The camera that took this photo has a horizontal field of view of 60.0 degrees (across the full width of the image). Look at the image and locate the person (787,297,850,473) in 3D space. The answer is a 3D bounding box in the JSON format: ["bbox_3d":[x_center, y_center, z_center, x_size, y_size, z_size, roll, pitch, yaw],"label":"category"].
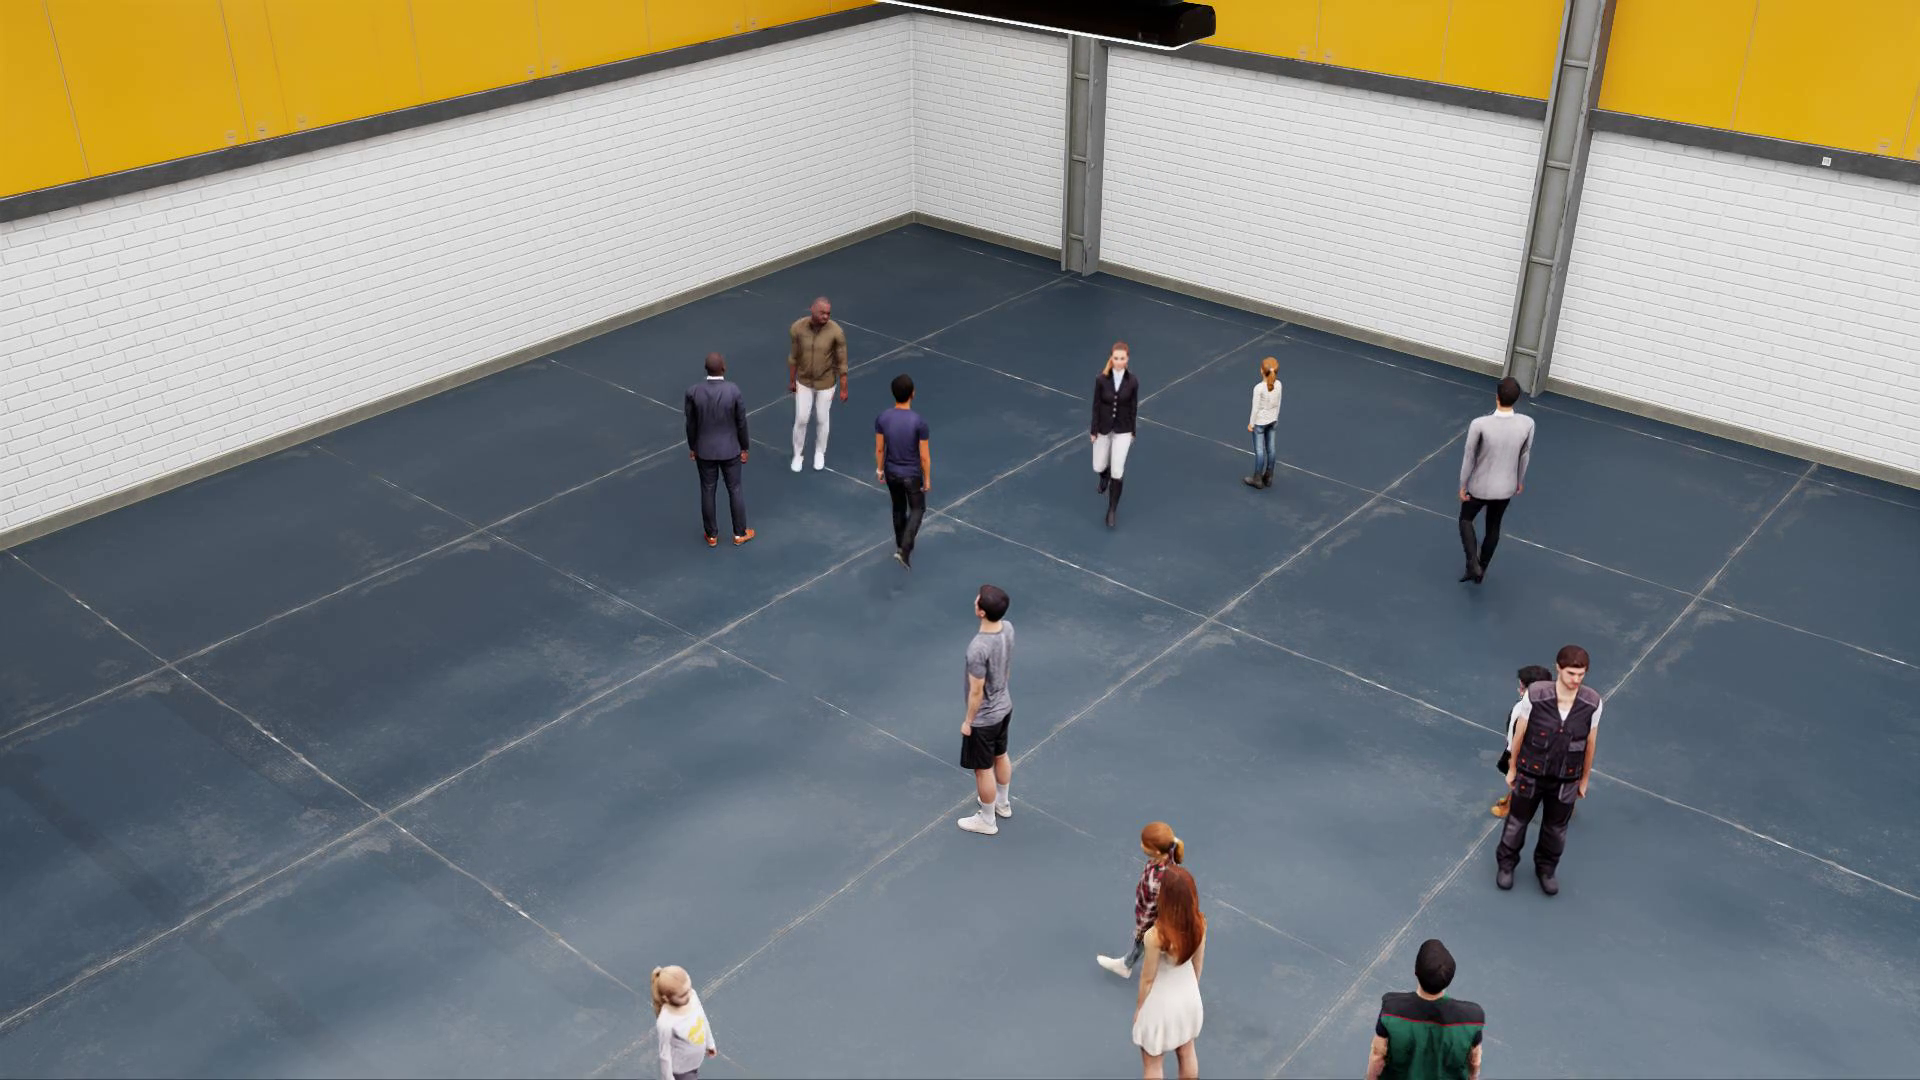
[{"bbox_3d":[-1.414,-1.535,16.071,0.834,1.797,0.939,8,30,14],"label":"person"}]

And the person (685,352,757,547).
[{"bbox_3d":[-2.143,-0.792,14.687,0.756,1.819,0.844,-1,29,-2],"label":"person"}]

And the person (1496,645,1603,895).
[{"bbox_3d":[3.732,1.451,10.549,0.698,1.843,0.811,6,29,11],"label":"person"}]

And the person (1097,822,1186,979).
[{"bbox_3d":[1.228,2.224,9.731,0.958,1.270,0.703,12,31,21],"label":"person"}]

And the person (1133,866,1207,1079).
[{"bbox_3d":[1.122,2.449,8.859,0.629,1.709,0.621,-15,32,-26],"label":"person"}]

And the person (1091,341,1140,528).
[{"bbox_3d":[1.396,-1.001,15.175,0.945,1.717,0.921,3,29,6],"label":"person"}]

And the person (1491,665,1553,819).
[{"bbox_3d":[3.889,1.389,11.317,0.606,1.217,0.578,4,29,8],"label":"person"}]

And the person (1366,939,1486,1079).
[{"bbox_3d":[2.254,2.742,8.119,0.970,1.903,0.968,6,29,10],"label":"person"}]

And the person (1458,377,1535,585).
[{"bbox_3d":[4.478,-0.435,13.936,0.964,1.911,1.023,0,29,-1],"label":"person"}]

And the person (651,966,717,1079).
[{"bbox_3d":[-1.512,2.727,8.811,0.931,1.267,0.673,10,30,18],"label":"person"}]

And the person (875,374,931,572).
[{"bbox_3d":[-0.506,-0.533,14.255,0.973,1.776,0.937,7,29,12],"label":"person"}]

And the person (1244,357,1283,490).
[{"bbox_3d":[2.904,-1.118,15.809,0.550,1.316,0.591,-12,31,-21],"label":"person"}]

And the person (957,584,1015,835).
[{"bbox_3d":[0.197,1.131,11.106,0.589,1.871,0.690,16,33,27],"label":"person"}]
